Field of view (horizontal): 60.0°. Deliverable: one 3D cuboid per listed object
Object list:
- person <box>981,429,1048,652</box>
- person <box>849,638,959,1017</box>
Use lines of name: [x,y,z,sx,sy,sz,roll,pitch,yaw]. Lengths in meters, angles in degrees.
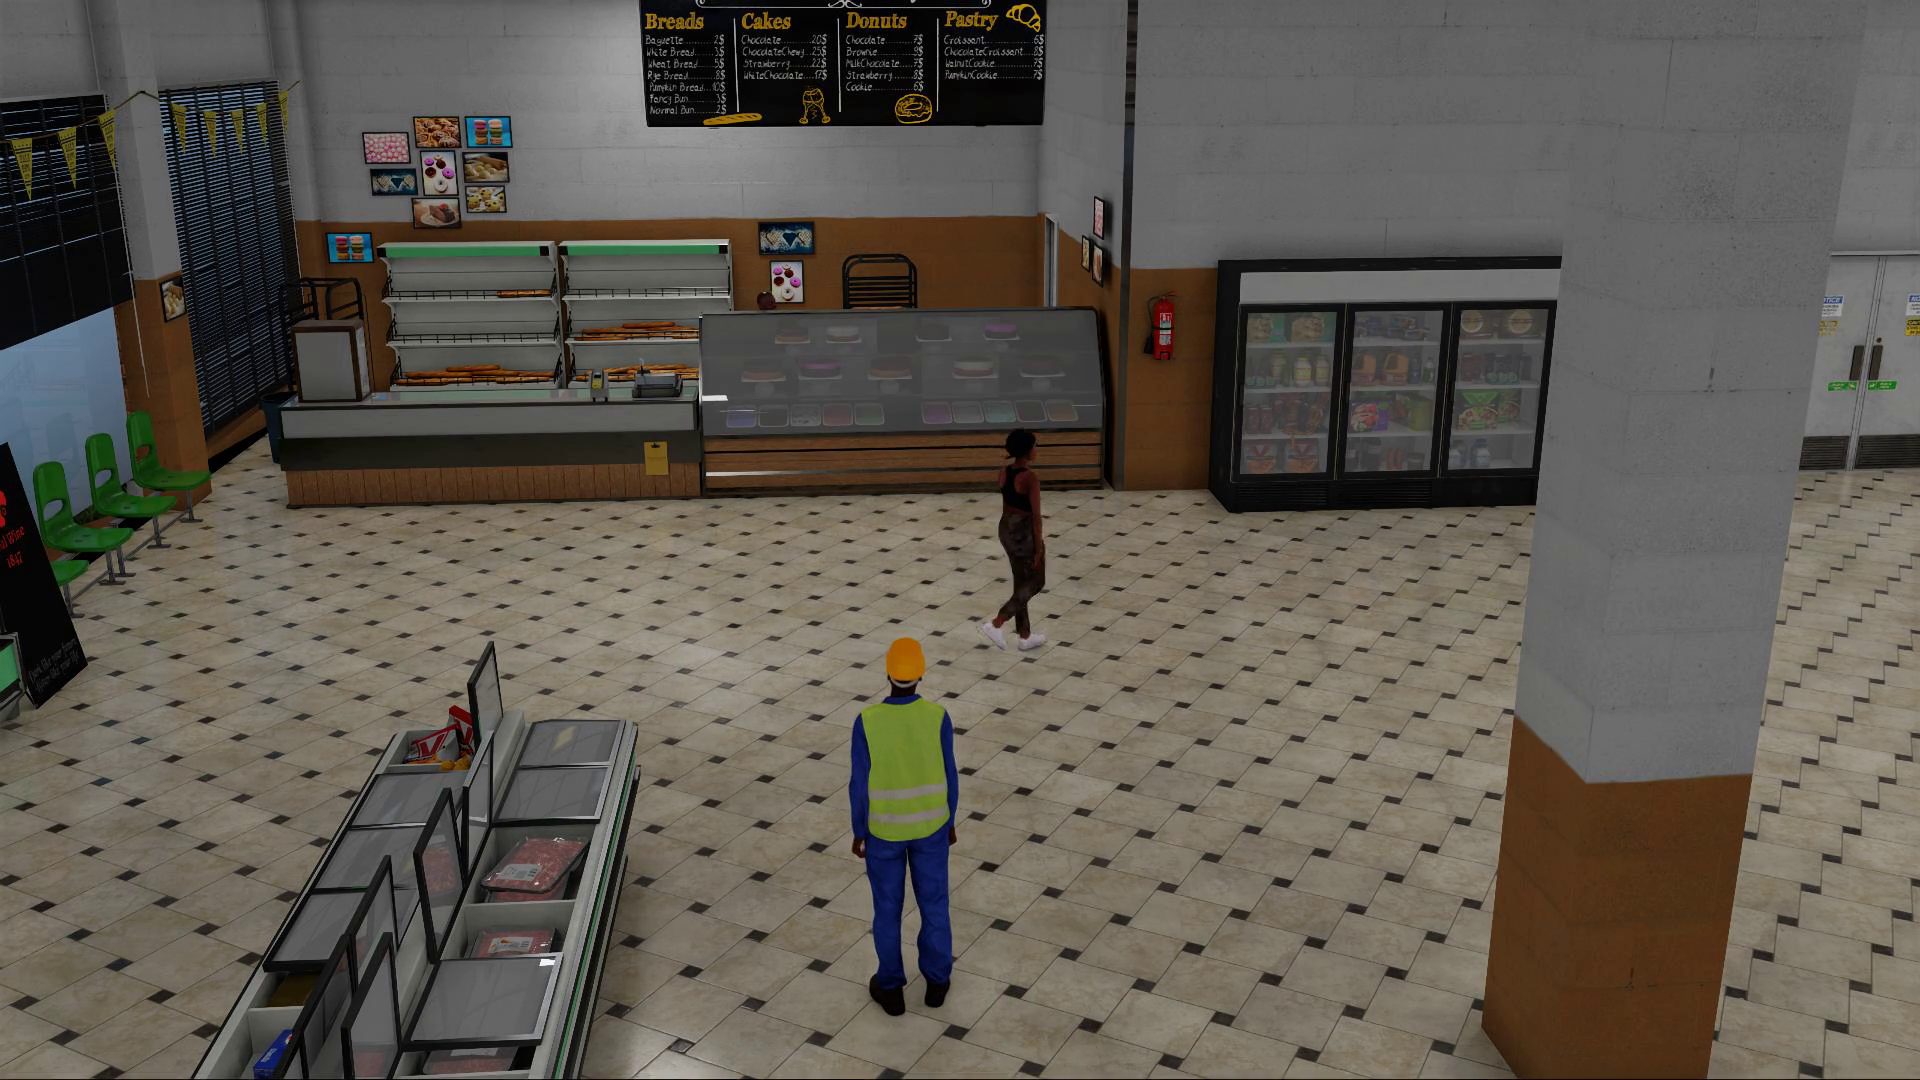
person: [0.371,0.039,12.077,0.915,1.683,0.922,-13,21,-37]
person: [-0.256,1.311,7.665,0.696,1.812,0.601,-4,17,-12]
